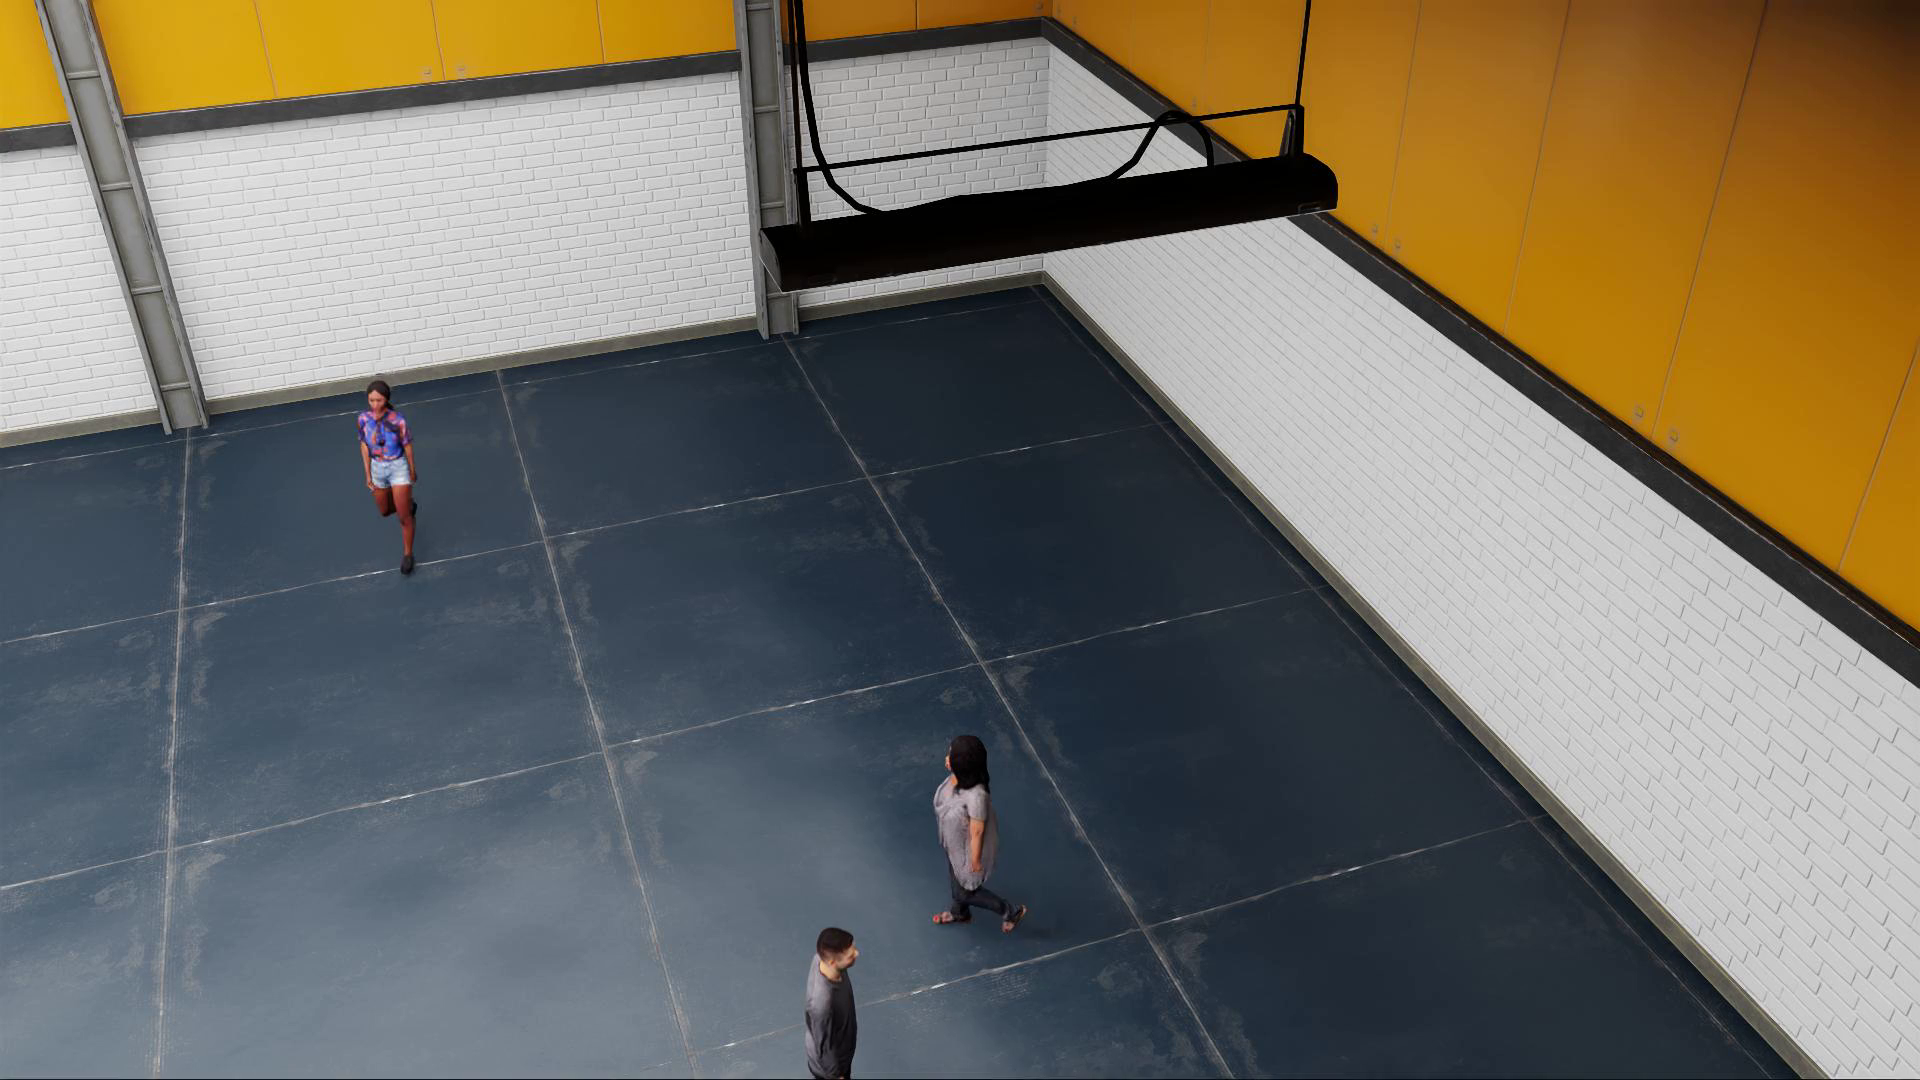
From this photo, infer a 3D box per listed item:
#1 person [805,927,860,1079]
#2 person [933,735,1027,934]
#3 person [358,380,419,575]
[{"bbox_3d":[-0.703,2.748,8.951,0.661,1.758,0.685,0,34,1],"label":"person"},{"bbox_3d":[0.126,1.864,10.431,0.913,1.592,0.774,-1,34,-1],"label":"person"},{"bbox_3d":[-4.765,-0.588,14.000,0.954,1.725,0.865,0,34,1],"label":"person"}]
